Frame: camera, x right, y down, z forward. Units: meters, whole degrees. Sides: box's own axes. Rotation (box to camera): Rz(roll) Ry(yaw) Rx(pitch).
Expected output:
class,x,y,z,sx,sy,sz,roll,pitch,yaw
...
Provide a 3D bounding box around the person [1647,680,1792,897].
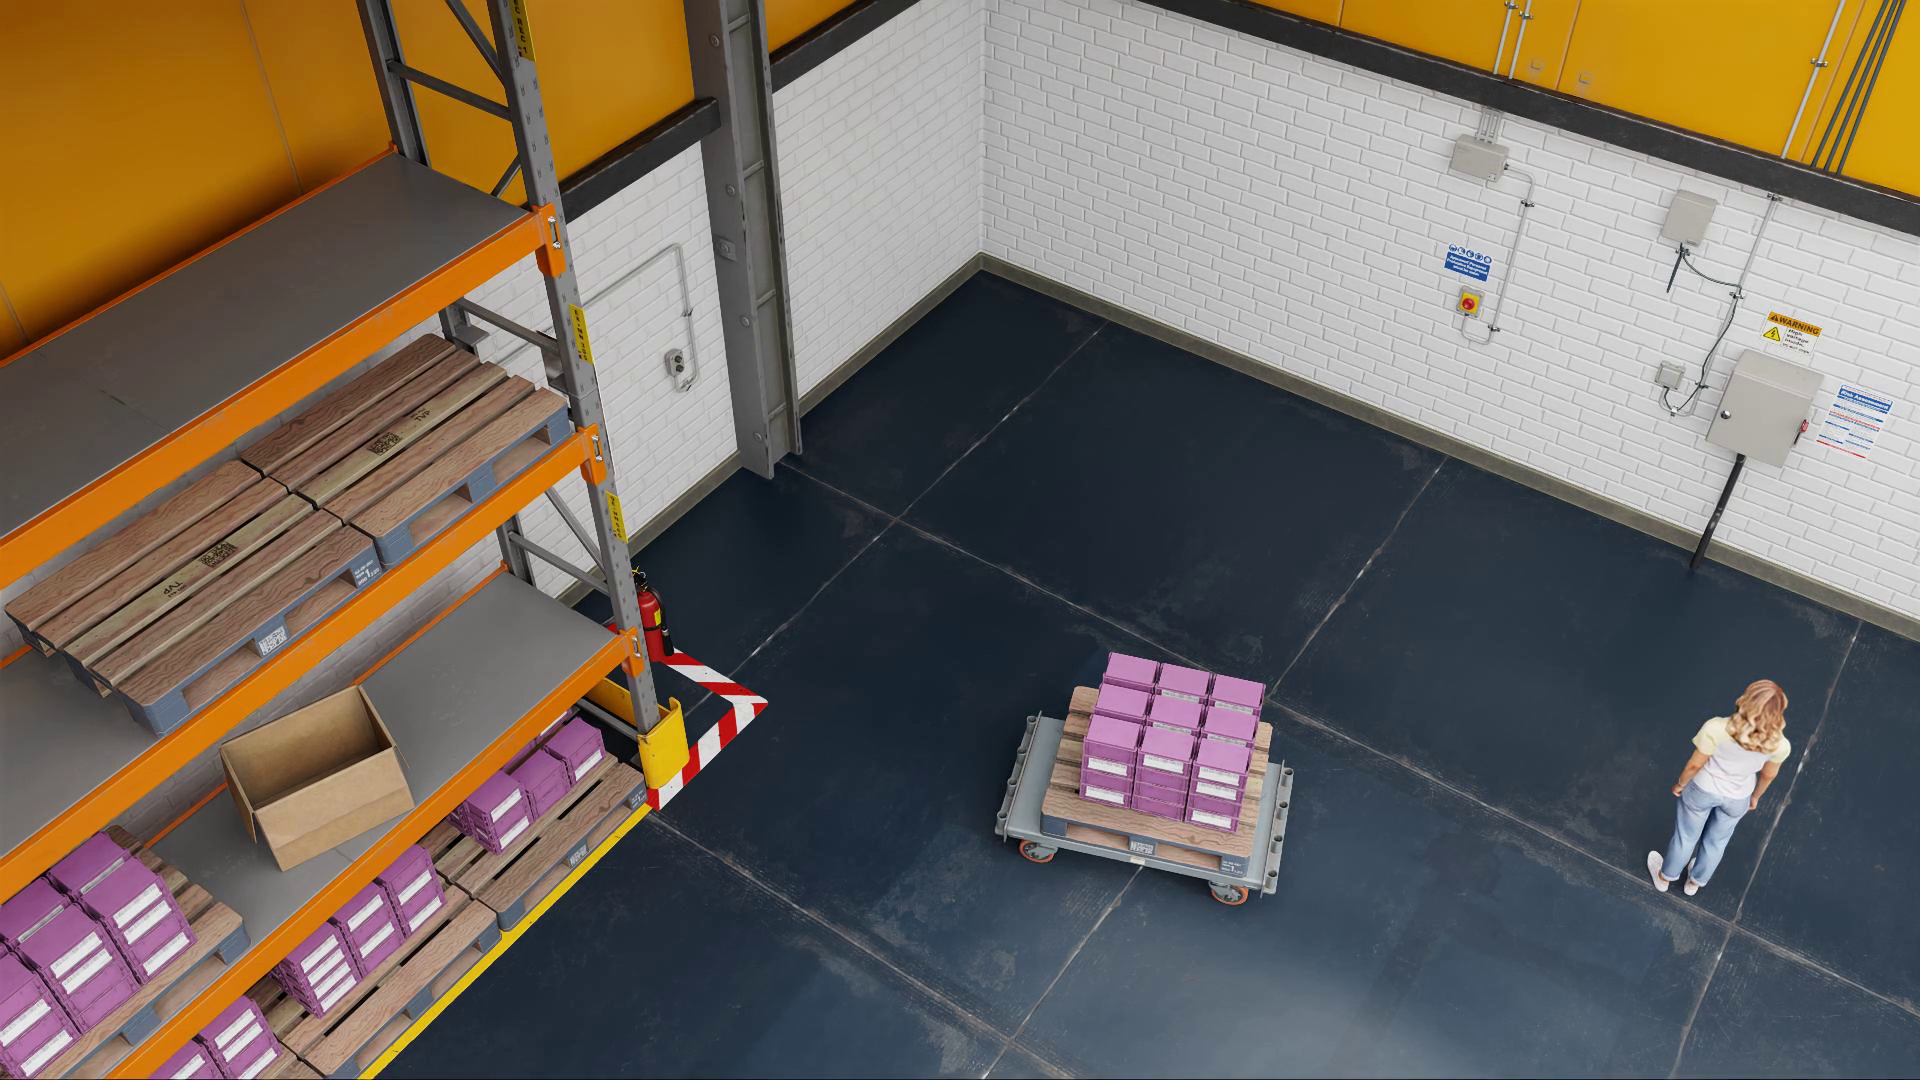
class,x,y,z,sx,sy,sz,roll,pitch,yaw
person,4.203,1.392,9.204,0.699,1.723,0.681,8,44,9
